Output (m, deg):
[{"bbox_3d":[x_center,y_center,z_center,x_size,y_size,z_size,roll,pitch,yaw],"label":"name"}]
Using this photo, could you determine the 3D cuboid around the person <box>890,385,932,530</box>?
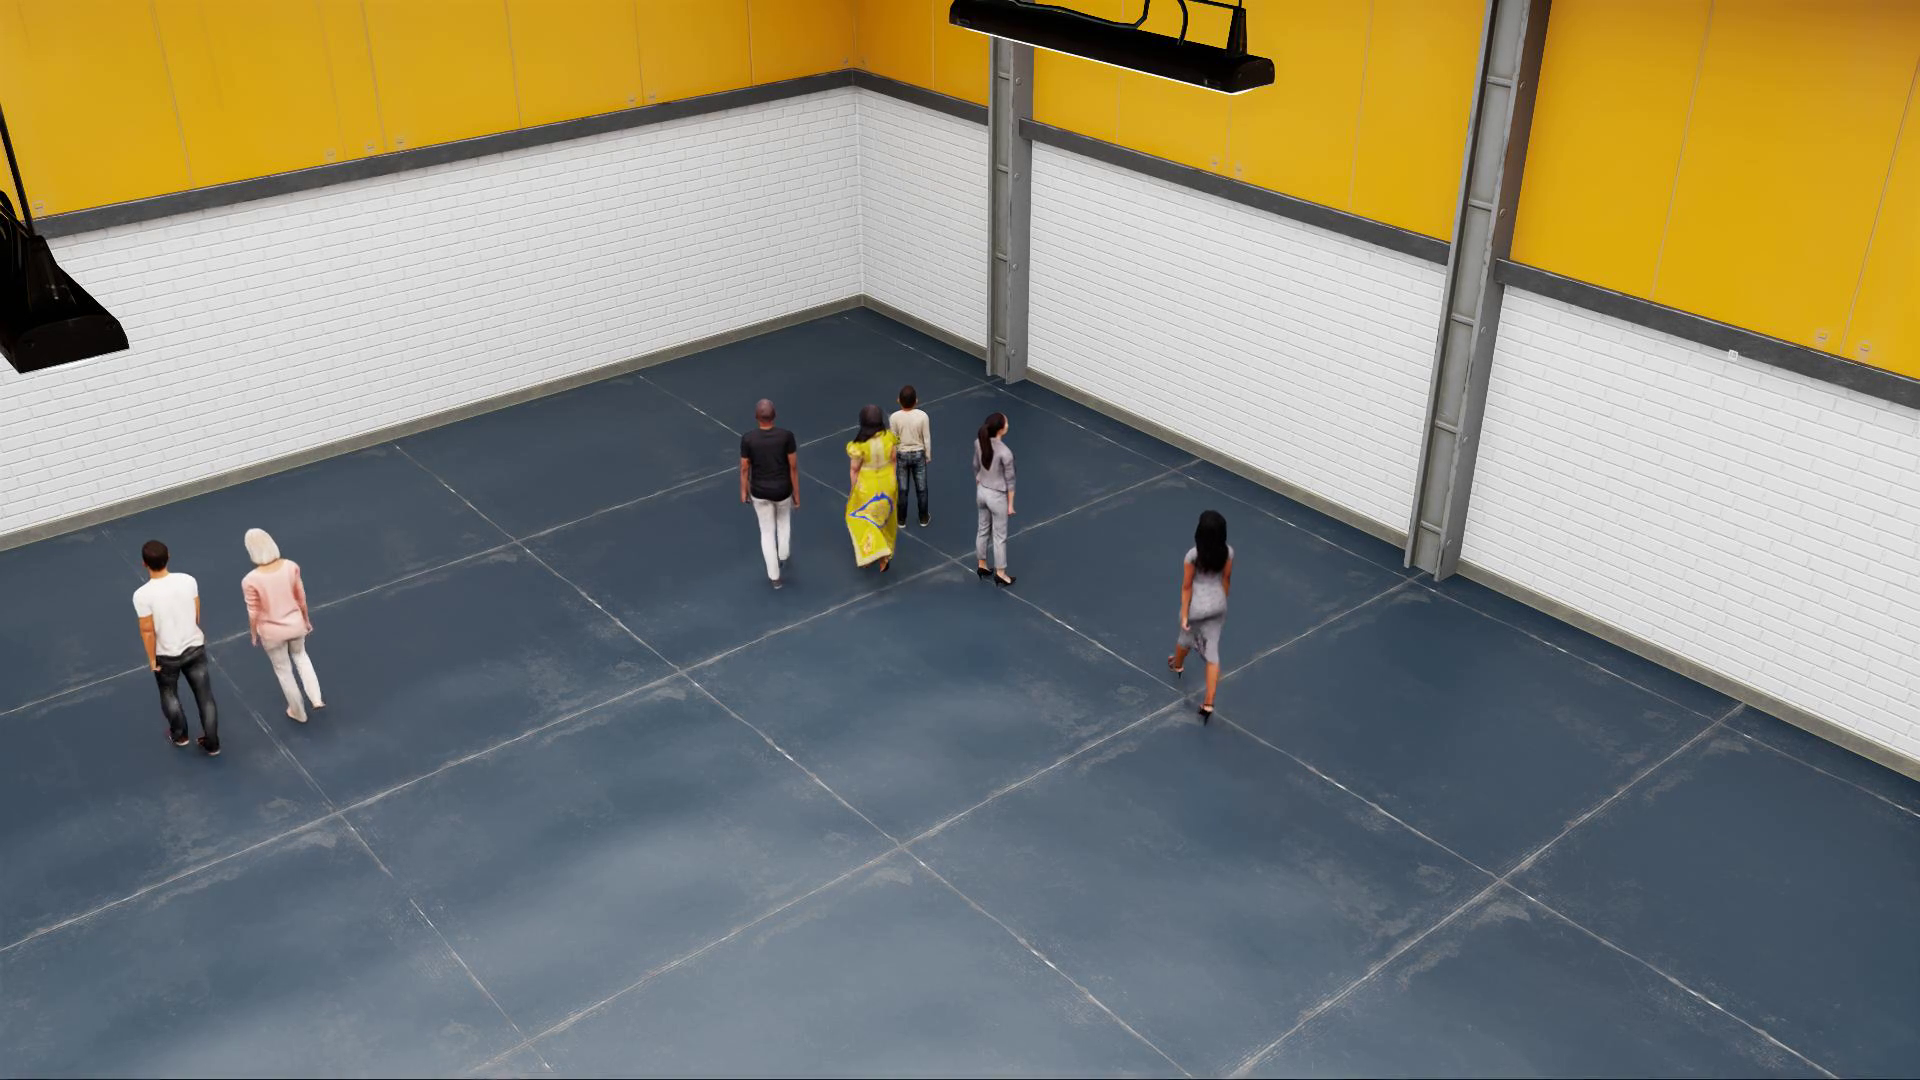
[{"bbox_3d":[-0.479,-0.799,15.998,0.639,1.465,0.676,-2,29,-3],"label":"person"}]

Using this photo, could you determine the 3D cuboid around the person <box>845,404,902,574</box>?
[{"bbox_3d":[-0.746,-0.432,15.141,0.901,1.642,1.164,-15,32,-25],"label":"person"}]

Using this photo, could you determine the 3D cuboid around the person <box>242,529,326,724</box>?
[{"bbox_3d":[-5.248,0.713,12.969,0.670,1.711,0.639,23,36,36],"label":"person"}]

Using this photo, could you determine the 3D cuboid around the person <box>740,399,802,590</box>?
[{"bbox_3d":[-1.679,-0.374,14.884,0.917,1.787,1.034,-6,29,-11],"label":"person"}]

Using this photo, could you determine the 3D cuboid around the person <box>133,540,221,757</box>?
[{"bbox_3d":[-5.880,0.864,12.615,0.778,1.786,0.674,25,38,38],"label":"person"}]

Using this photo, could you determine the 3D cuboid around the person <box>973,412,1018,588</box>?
[{"bbox_3d":[0.303,-0.370,14.991,0.683,1.677,0.526,-25,37,-38],"label":"person"}]

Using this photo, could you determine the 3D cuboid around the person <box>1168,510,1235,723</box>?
[{"bbox_3d":[1.961,0.636,13.087,0.931,1.734,1.175,-7,29,-12],"label":"person"}]
